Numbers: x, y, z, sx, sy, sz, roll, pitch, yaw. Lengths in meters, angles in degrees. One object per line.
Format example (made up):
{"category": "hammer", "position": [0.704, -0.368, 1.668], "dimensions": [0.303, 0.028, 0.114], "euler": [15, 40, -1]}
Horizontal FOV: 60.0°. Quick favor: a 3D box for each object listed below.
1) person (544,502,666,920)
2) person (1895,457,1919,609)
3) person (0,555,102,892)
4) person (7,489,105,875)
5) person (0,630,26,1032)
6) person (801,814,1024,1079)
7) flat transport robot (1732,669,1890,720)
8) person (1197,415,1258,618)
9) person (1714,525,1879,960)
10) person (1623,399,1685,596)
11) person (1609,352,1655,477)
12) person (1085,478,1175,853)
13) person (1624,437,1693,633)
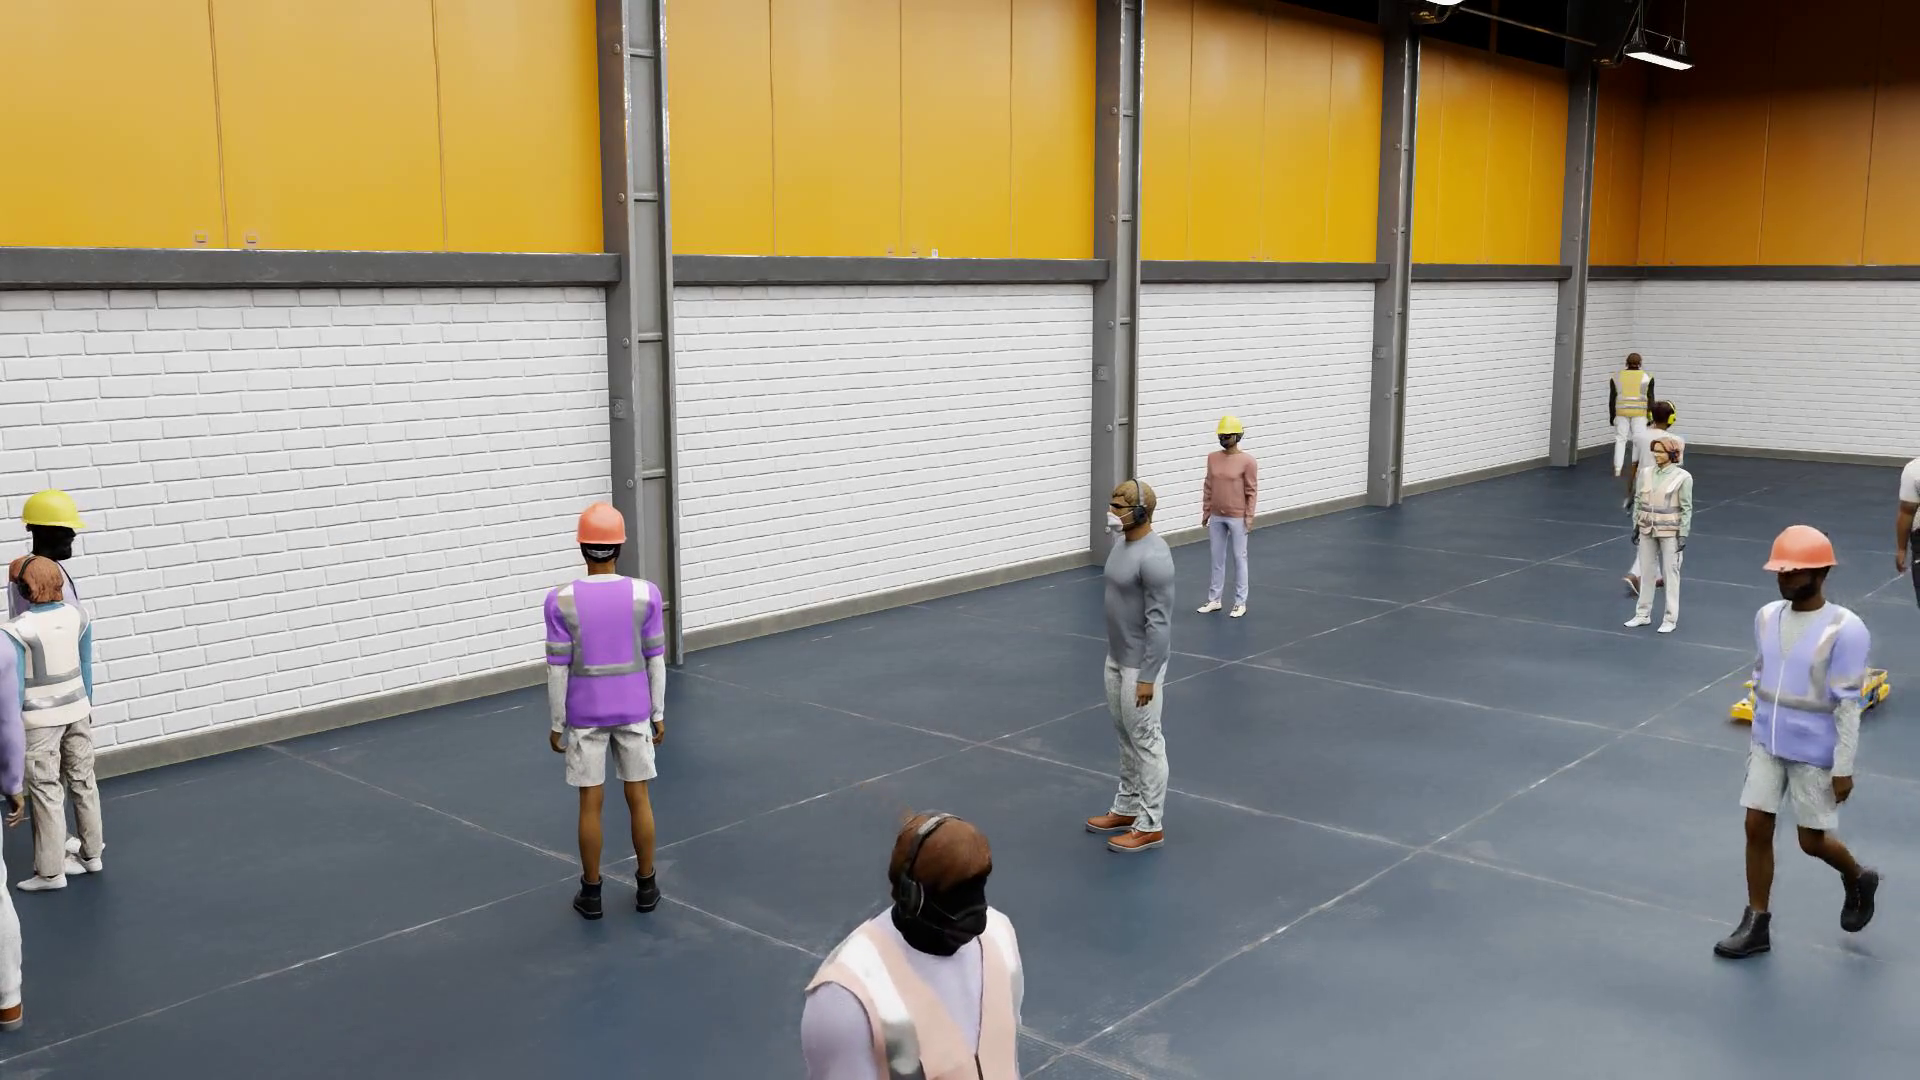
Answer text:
{"category": "person", "position": [-1.637, 0.791, 7.713], "dimensions": [0.543, 1.939, 0.360], "euler": [-3, 9, -17]}
{"category": "person", "position": [7.352, 0.007, 12.312], "dimensions": [0.703, 2.000, 0.904], "euler": [1, 9, 5]}
{"category": "person", "position": [-4.410, 0.883, 8.070], "dimensions": [0.308, 1.641, 0.514], "euler": [3, 9, 17]}
{"category": "person", "position": [-4.513, 0.702, 8.315], "dimensions": [0.383, 1.922, 0.593], "euler": [-4, 10, -21]}
{"category": "person", "position": [-3.935, 0.999, 6.405], "dimensions": [0.353, 1.937, 0.635], "euler": [8, 12, 42]}
{"category": "person", "position": [-0.063, 1.492, 3.784], "dimensions": [0.648, 1.787, 0.979], "euler": [-8, 12, -42]}
{"category": "flat transport robot", "position": [5.843, 1.038, 11.378], "dimensions": [0.652, 0.197, 1.431], "euler": [8, 12, 40]}
{"category": "person", "position": [2.339, -0.208, 14.523], "dimensions": [0.524, 1.769, 0.316], "euler": [8, 12, 41]}
{"category": "person", "position": [3.705, 0.877, 7.255], "dimensions": [0.776, 1.913, 0.552], "euler": [-4, 10, -24]}
{"category": "person", "position": [6.477, -0.402, 15.562], "dimensions": [0.922, 1.838, 0.540], "euler": [-7, 11, -37]}
{"category": "person", "position": [9.930, -1.849, 24.595], "dimensions": [0.628, 1.841, 0.429], "euler": [5, 10, 27]}
{"category": "person", "position": [0.901, 0.642, 8.645], "dimensions": [0.372, 1.940, 0.631], "euler": [-2, 9, -15]}
{"category": "person", "position": [5.859, -0.048, 13.916], "dimensions": [0.306, 1.640, 0.522], "euler": [-6, 11, -33]}
